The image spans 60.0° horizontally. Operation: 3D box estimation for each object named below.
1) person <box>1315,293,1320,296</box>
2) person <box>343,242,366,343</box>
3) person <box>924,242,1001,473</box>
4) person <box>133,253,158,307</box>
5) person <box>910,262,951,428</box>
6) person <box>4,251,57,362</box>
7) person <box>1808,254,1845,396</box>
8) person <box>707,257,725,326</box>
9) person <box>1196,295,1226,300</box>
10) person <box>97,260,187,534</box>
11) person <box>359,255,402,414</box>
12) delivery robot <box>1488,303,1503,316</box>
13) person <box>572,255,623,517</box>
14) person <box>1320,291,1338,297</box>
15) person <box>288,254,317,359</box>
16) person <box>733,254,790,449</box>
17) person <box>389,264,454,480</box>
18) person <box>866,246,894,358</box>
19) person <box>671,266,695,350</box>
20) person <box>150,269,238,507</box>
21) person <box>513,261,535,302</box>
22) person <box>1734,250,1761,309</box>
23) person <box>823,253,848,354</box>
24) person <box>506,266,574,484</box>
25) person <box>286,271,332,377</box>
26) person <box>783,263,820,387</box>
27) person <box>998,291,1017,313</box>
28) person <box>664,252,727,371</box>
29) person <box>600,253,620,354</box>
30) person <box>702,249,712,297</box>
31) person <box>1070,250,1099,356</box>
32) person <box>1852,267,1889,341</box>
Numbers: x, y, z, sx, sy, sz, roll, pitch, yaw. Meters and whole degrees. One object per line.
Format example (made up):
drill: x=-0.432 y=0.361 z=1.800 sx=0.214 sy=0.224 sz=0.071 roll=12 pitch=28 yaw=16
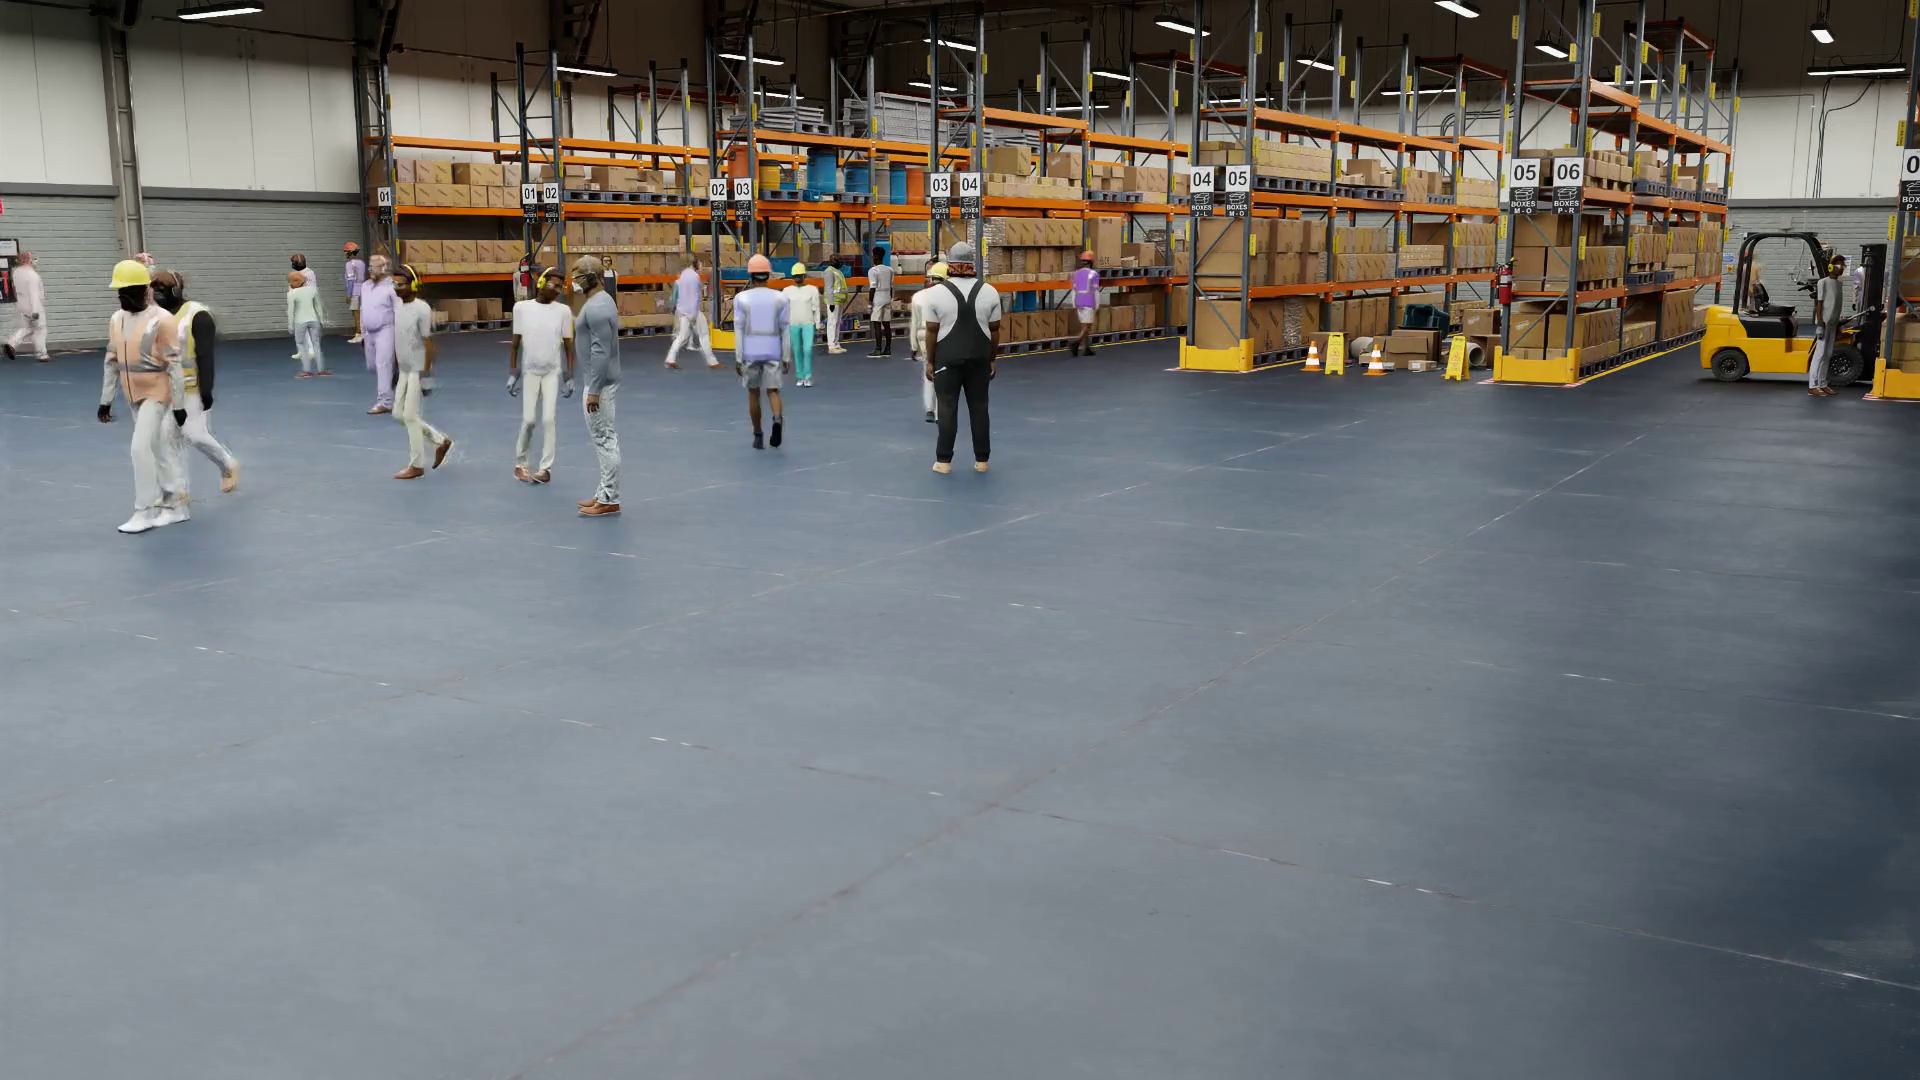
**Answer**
person: x=8.711 y=-5.965 z=39.560 sx=0.681 sy=1.875 sz=0.464 roll=9 pitch=14 yaw=41
person: x=-12.265 y=-5.000 z=33.687 sx=0.379 sy=2.045 sz=0.605 roll=1 pitch=10 yaw=8
person: x=-0.003 y=-1.614 z=14.730 sx=0.682 sy=2.000 sz=0.537 roll=-2 pitch=10 yaw=-13
person: x=-9.879 y=-2.530 z=20.242 sx=0.652 sy=1.904 sz=0.402 roll=6 pitch=12 yaw=28
person: x=-0.217 y=-2.155 z=18.397 sx=0.622 sy=1.811 sz=0.552 roll=3 pitch=11 yaw=16
person: x=-15.799 y=-3.936 z=28.153 sx=0.640 sy=1.893 sz=0.693 roll=6 pitch=12 yaw=30
person: x=11.589 y=-2.857 z=22.161 sx=0.516 sy=1.875 sz=0.329 roll=-7 pitch=12 yaw=-33
person: x=-5.265 y=-5.262 z=35.942 sx=0.313 sy=1.767 sz=0.523 roll=-10 pitch=14 yaw=-44
person: x=4.546 y=-4.391 z=30.311 sx=0.606 sy=2.035 sz=0.405 roll=6 pitch=12 yaw=31
person: x=-5.811 y=-0.996 z=11.674 sx=0.593 sy=1.900 sz=0.785 roll=6 pitch=12 yaw=29
person: x=-6.894 y=-2.469 z=19.937 sx=0.654 sy=1.890 sz=0.707 roll=6 pitch=12 yaw=31
delivery robot: x=12.910 y=-5.515 z=40.479 sx=0.707 sy=0.478 sz=0.477 roll=-1 pitch=10 yaw=-8
person: x=-2.695 y=-1.137 z=12.352 sx=0.373 sy=1.937 sz=0.630 roll=-2 pitch=10 yaw=-11
person: x=8.511 y=-5.658 z=38.368 sx=0.487 sy=1.680 sz=0.922 roll=6 pitch=12 yaw=30
person: x=-11.504 y=-4.076 z=29.098 sx=0.619 sy=1.839 sz=0.430 roll=9 pitch=13 yaw=41
person: x=-1.922 y=-1.815 z=16.204 sx=0.548 sy=1.920 sz=0.671 roll=-3 pitch=10 yaw=-15
person: x=-4.687 y=-1.451 z=14.359 sx=0.538 sy=1.845 sz=0.527 roll=10 pitch=14 yaw=43
person: x=-1.425 y=-4.217 z=29.516 sx=0.368 sy=1.966 sz=0.603 roll=8 pitch=13 yaw=38
person: x=-5.285 y=-4.418 z=31.697 sx=0.559 sy=1.595 sz=0.831 roll=-7 pitch=12 yaw=-35
person: x=-6.001 y=-1.181 z=12.906 sx=0.634 sy=1.828 sz=0.612 roll=3 pitch=11 yaw=17
person: x=-10.056 y=-5.629 z=38.385 sx=0.494 sy=1.624 sz=0.280 roll=-1 pitch=10 yaw=-3
person: x=17.770 y=-5.602 z=37.564 sx=0.608 sy=1.859 sz=1.004 roll=-1 pitch=10 yaw=-5
person: x=-2.283 y=-4.366 z=30.701 sx=0.429 sy=1.845 sz=0.621 roll=2 pitch=10 yaw=12
person: x=-3.546 y=-1.380 z=14.062 sx=0.570 sy=1.835 sz=0.466 roll=-4 pitch=11 yaw=-19
person: x=-9.908 y=-3.280 z=25.274 sx=0.324 sy=1.610 sz=0.643 roll=7 pitch=12 yaw=35
person: x=-2.254 y=-3.009 z=23.392 sx=0.546 sy=1.734 sz=0.772 roll=1 pitch=10 yaw=5
person: x=0.831 y=-4.803 z=32.916 sx=0.629 sy=1.931 sz=0.375 roll=0 pitch=10 yaw=1
person: x=-4.253 y=-3.616 z=26.378 sx=0.992 sy=1.894 sz=0.646 roll=-6 pitch=12 yaw=-29
person: x=-6.452 y=-4.312 z=30.387 sx=0.506 sy=1.846 sz=0.351 roll=-9 pitch=14 yaw=-41
person: x=-6.071 y=-6.119 z=40.406 sx=0.572 sy=1.882 sz=0.356 roll=6 pitch=12 yaw=31
person: x=2.200 y=-4.207 z=29.644 sx=0.550 sy=1.916 sz=0.805 roll=8 pitch=13 yaw=39
person: x=17.254 y=-4.557 z=31.567 sx=0.580 sy=1.918 sz=0.399 roll=5 pitch=11 yaw=27
